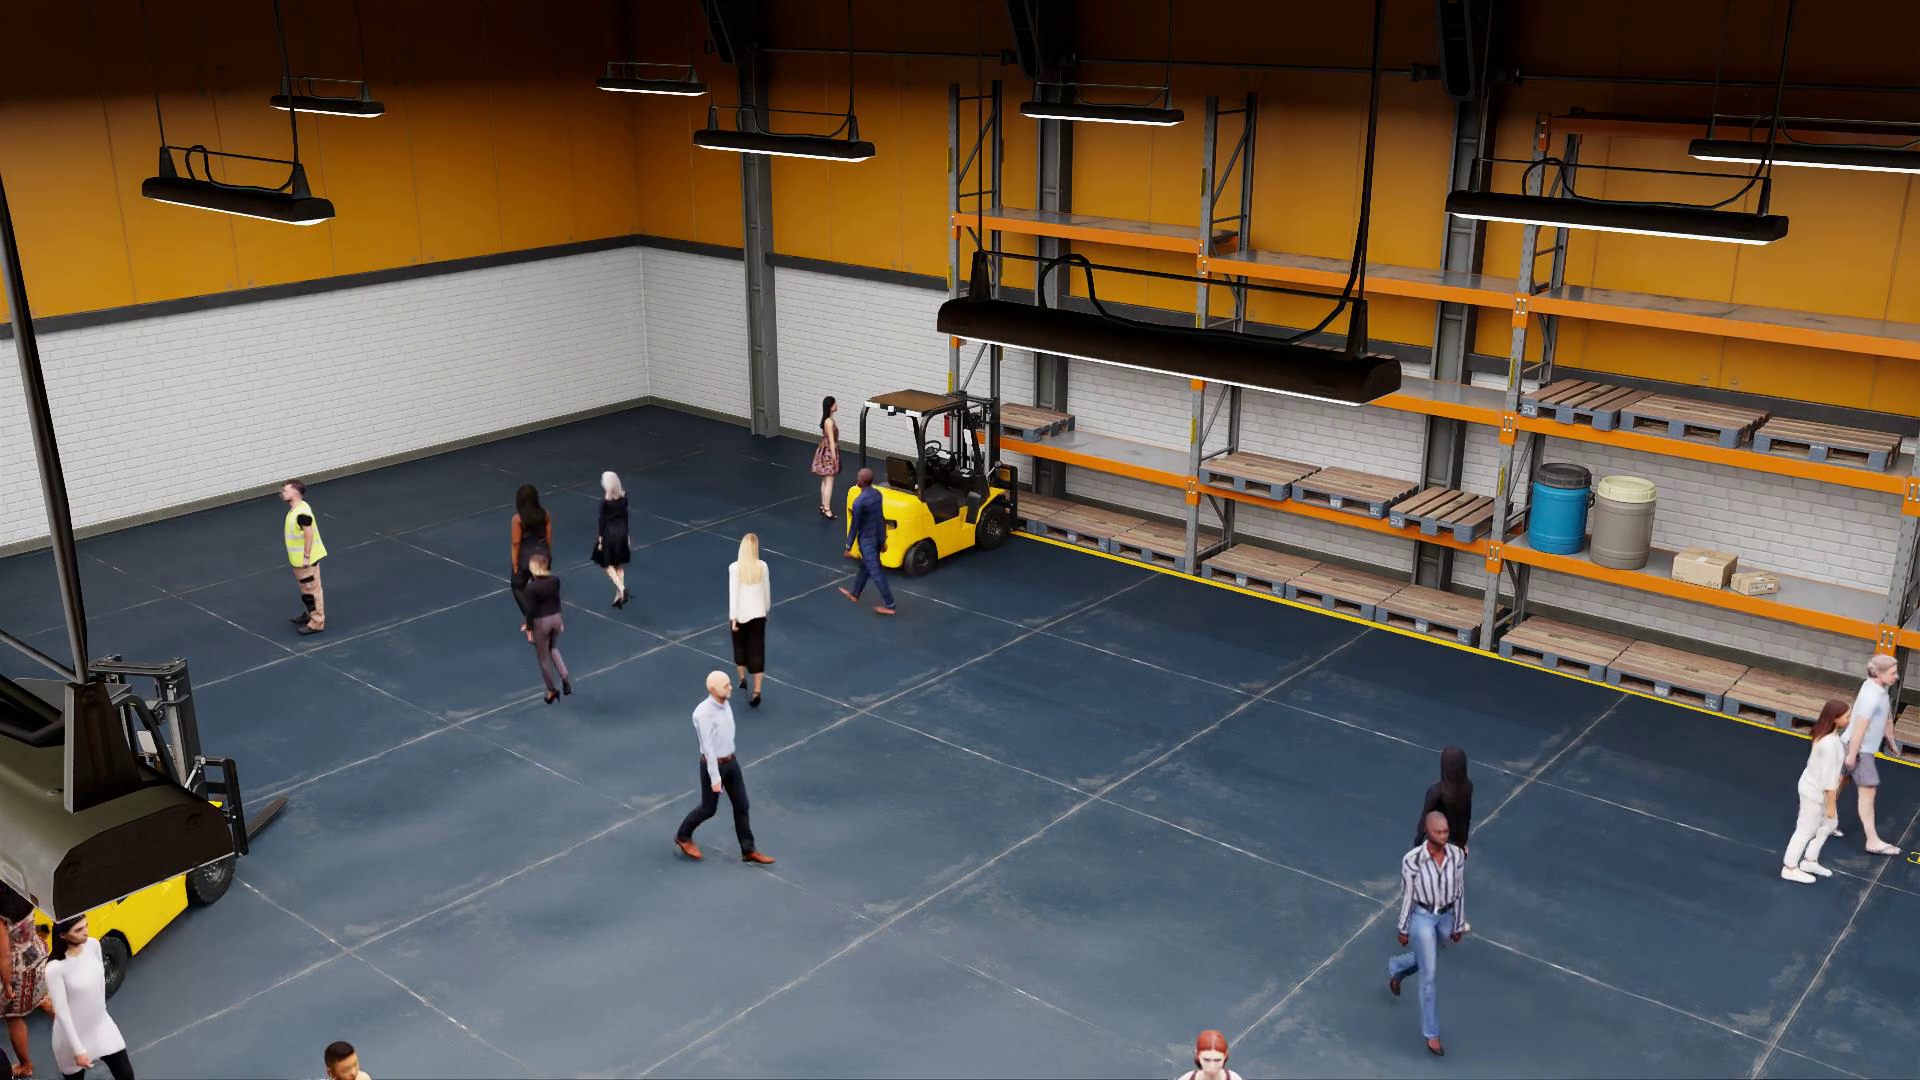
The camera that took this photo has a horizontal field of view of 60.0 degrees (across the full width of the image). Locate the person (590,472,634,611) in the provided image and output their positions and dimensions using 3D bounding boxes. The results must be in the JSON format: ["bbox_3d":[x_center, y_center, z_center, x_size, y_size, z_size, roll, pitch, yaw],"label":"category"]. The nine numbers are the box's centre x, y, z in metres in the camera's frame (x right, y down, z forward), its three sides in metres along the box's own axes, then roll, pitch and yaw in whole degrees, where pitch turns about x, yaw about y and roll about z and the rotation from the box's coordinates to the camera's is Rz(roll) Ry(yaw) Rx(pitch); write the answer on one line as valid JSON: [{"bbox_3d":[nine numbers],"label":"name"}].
[{"bbox_3d":[-4.113,0.035,20.029,0.735,1.738,0.618,15,24,38],"label":"person"}]

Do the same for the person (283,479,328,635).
[{"bbox_3d":[-7.685,0.170,19.457,0.871,1.847,0.785,-10,21,-26],"label":"person"}]

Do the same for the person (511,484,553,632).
[{"bbox_3d":[-4.907,0.260,19.268,0.749,1.798,0.776,-14,23,-35],"label":"person"}]

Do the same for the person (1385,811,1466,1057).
[{"bbox_3d":[3.337,2.737,11.972,1.039,1.759,1.198,-5,19,-15],"label":"person"}]

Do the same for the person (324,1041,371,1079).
[{"bbox_3d":[-3.662,3.607,9.886,0.850,1.442,0.583,12,22,32],"label":"person"}]

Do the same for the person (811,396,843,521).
[{"bbox_3d":[-1.836,-1.169,23.553,0.865,1.770,0.792,-5,19,-13],"label":"person"}]

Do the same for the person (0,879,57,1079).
[{"bbox_3d":[-6.421,2.958,11.515,0.986,1.633,0.907,0,19,0],"label":"person"}]

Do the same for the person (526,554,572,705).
[{"bbox_3d":[-4.265,0.957,17.416,0.685,1.659,0.650,11,22,30],"label":"person"}]

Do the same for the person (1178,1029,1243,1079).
[{"bbox_3d":[1.412,3.541,9.555,0.819,1.778,0.864,0,19,1],"label":"person"}]

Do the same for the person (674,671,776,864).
[{"bbox_3d":[-2.131,1.970,14.241,1.213,1.764,0.853,9,20,24],"label":"person"}]

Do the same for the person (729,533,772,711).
[{"bbox_3d":[-2.190,0.887,17.386,0.901,1.811,1.062,-8,20,-23],"label":"person"}]

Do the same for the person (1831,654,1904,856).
[{"bbox_3d":[7.815,1.814,14.645,0.995,1.803,0.709,12,22,31],"label":"person"}]

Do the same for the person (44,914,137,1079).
[{"bbox_3d":[-5.702,3.162,10.692,1.075,1.771,0.814,8,20,22],"label":"person"}]

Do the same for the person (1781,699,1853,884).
[{"bbox_3d":[7.129,2.101,13.988,0.737,1.677,0.721,7,20,20],"label":"person"}]

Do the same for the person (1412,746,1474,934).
[{"bbox_3d":[3.843,2.432,12.956,0.706,1.709,0.747,-14,23,-36],"label":"person"}]

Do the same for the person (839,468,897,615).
[{"bbox_3d":[-0.998,0.051,19.941,1.190,1.763,0.808,11,21,29],"label":"person"}]
